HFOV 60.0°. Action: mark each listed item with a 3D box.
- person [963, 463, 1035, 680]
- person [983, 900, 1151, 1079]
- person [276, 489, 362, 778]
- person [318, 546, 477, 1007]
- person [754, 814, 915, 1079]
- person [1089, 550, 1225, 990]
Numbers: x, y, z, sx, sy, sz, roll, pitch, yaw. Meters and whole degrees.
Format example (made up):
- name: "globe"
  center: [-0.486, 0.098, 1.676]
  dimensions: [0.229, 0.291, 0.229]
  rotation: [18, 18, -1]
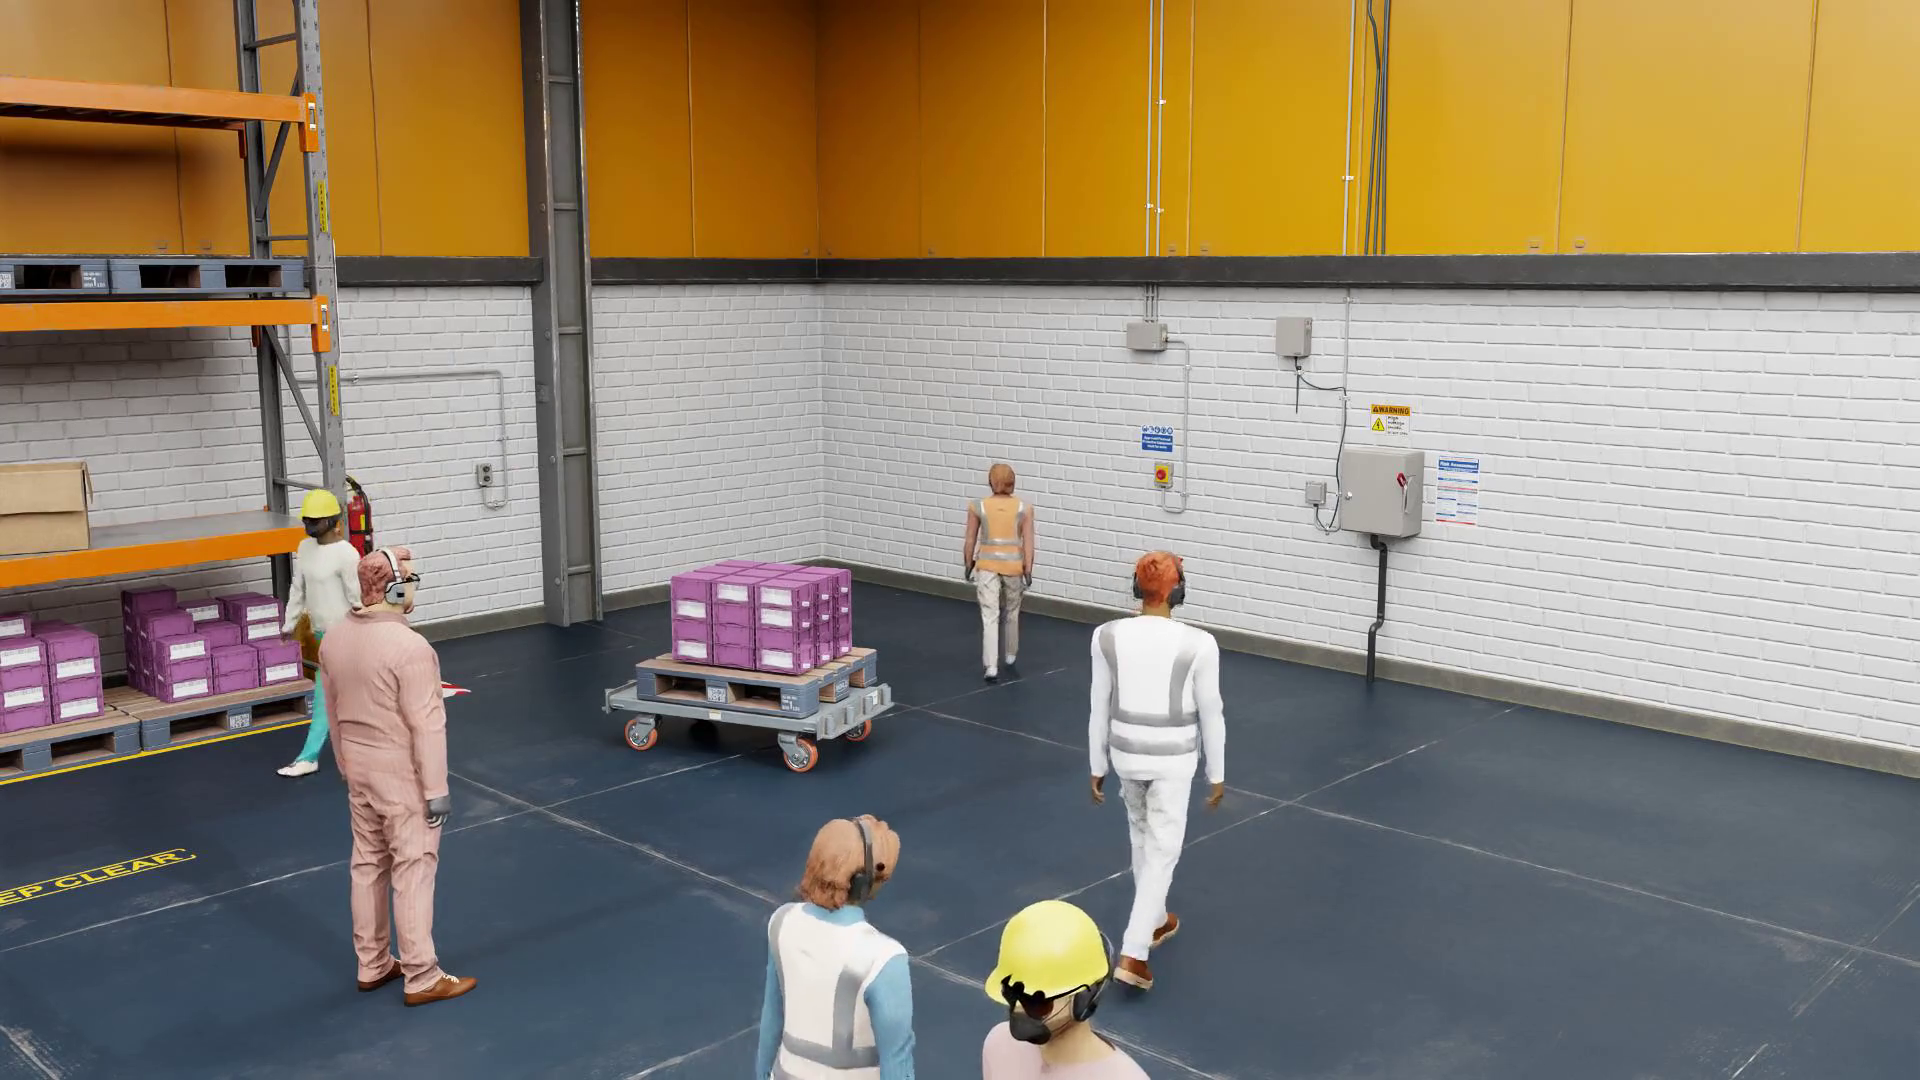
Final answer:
- name: "person"
  center: [0.290, 0.224, 12.431]
  dimensions: [0.530, 1.593, 0.875]
  rotation: [0, 9, 0]
- name: "person"
  center: [0.214, 1.596, 3.514]
  dimensions: [0.348, 1.756, 0.519]
  rotation: [-8, 12, -41]
- name: "person"
  center: [-3.835, 0.531, 10.172]
  dimensions: [0.537, 1.720, 0.922]
  rotation: [7, 12, 36]
- name: "person"
  center: [-2.324, 0.970, 6.888]
  dimensions: [0.647, 1.908, 0.409]
  rotation: [6, 11, 33]
- name: "person"
  center: [-0.391, 1.522, 4.351]
  dimensions: [0.502, 1.621, 0.557]
  rotation: [-9, 13, -44]
- name: "person"
  center: [0.828, 0.963, 7.131]
  dimensions: [0.582, 1.853, 0.880]
  rotation: [5, 10, 27]
